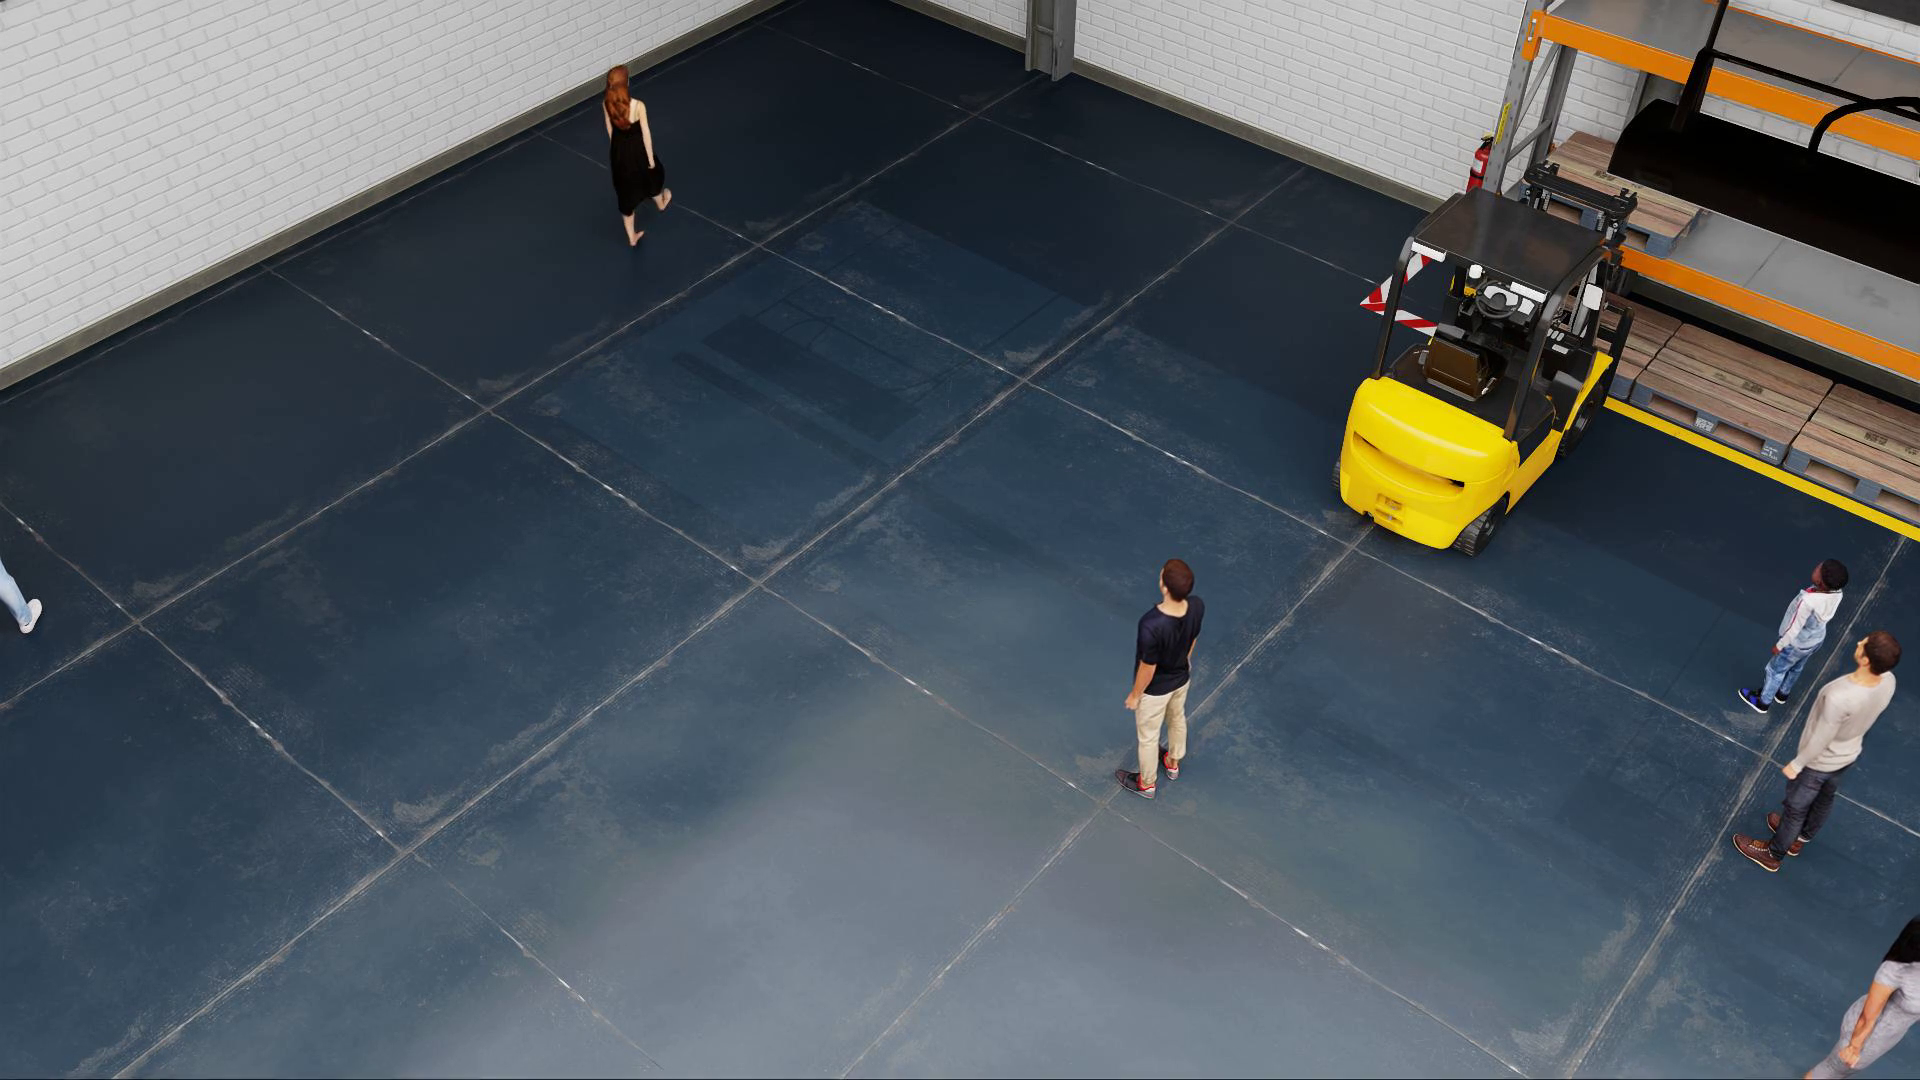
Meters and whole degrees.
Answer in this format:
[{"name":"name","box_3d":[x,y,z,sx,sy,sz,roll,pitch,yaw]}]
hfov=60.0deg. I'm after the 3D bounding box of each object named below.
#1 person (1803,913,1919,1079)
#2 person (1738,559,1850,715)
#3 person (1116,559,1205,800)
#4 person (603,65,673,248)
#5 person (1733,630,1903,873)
[{"name":"person","box_3d":[4.477,2.395,8.173,0.647,1.781,0.626,-22,48,-21]},{"name":"person","box_3d":[5.275,0.596,10.439,0.556,1.261,0.592,-18,46,-18]},{"name":"person","box_3d":[1.195,0.819,9.772,0.683,1.858,0.573,-31,52,-28]},{"name":"person","box_3d":[-2.851,-3.242,14.228,1.039,1.591,0.962,8,44,9]},{"name":"person","box_3d":[4.877,1.202,9.364,0.732,1.865,0.684,-21,48,-21]}]
